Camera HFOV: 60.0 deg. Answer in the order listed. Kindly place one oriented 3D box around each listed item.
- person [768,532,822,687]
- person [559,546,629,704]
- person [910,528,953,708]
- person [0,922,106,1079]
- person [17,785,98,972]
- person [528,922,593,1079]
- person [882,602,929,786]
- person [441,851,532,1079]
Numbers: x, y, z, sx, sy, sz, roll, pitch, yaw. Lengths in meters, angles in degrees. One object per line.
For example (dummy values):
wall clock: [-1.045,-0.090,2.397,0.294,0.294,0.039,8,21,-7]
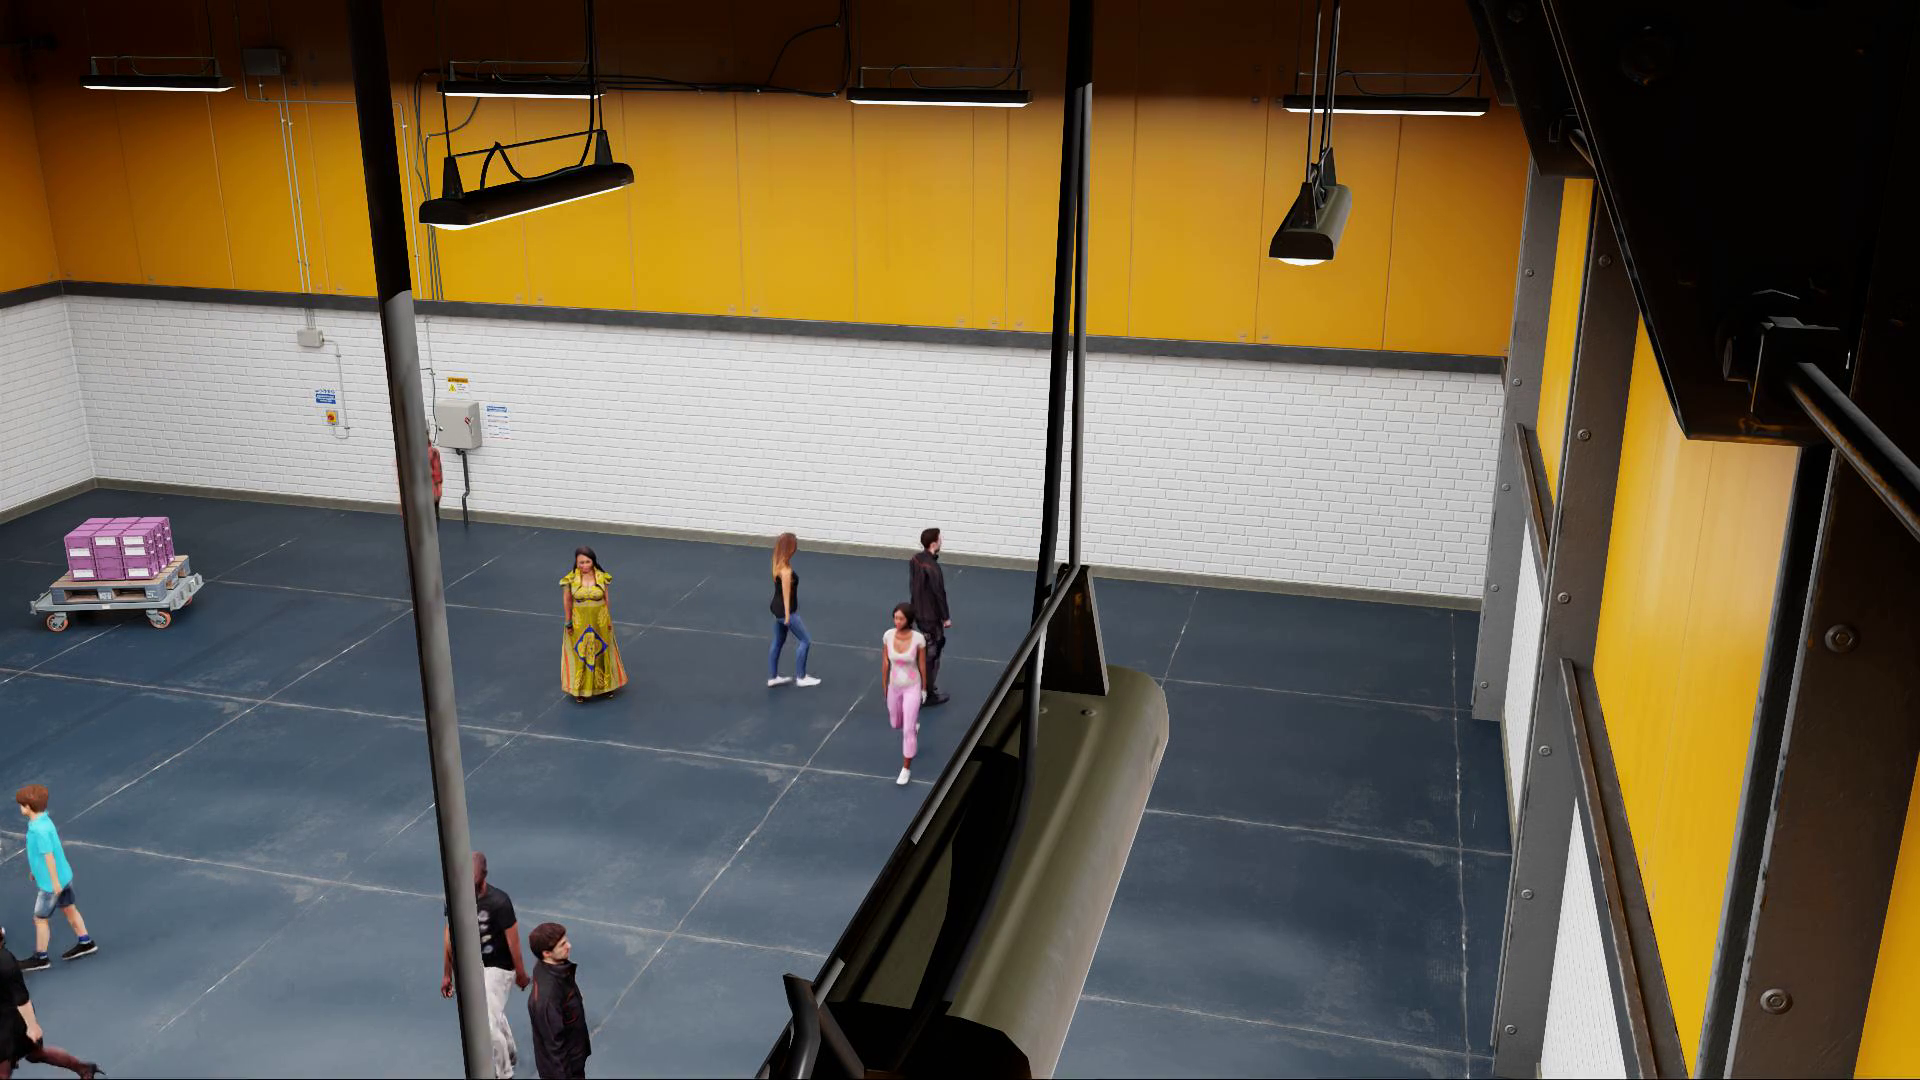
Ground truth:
person: [-1.896,0.754,17.327,0.859,1.700,0.815,-8,20,-23]
person: [-3.820,0.845,17.118,0.997,1.660,1.042,-9,21,-25]
person: [-0.372,0.802,16.873,0.859,1.898,0.776,-8,20,-22]
person: [-5.940,3.042,10.586,0.840,1.665,1.111,12,22,33]
person: [-6.763,2.512,12.540,0.864,1.423,0.815,-10,21,-28]
person: [-2.426,3.131,10.051,0.856,1.839,0.702,-4,19,-13]
person: [-0.478,1.370,15.459,0.589,1.724,0.991,6,19,16]
person: [-3.080,2.813,11.081,0.737,1.783,0.822,9,21,26]
